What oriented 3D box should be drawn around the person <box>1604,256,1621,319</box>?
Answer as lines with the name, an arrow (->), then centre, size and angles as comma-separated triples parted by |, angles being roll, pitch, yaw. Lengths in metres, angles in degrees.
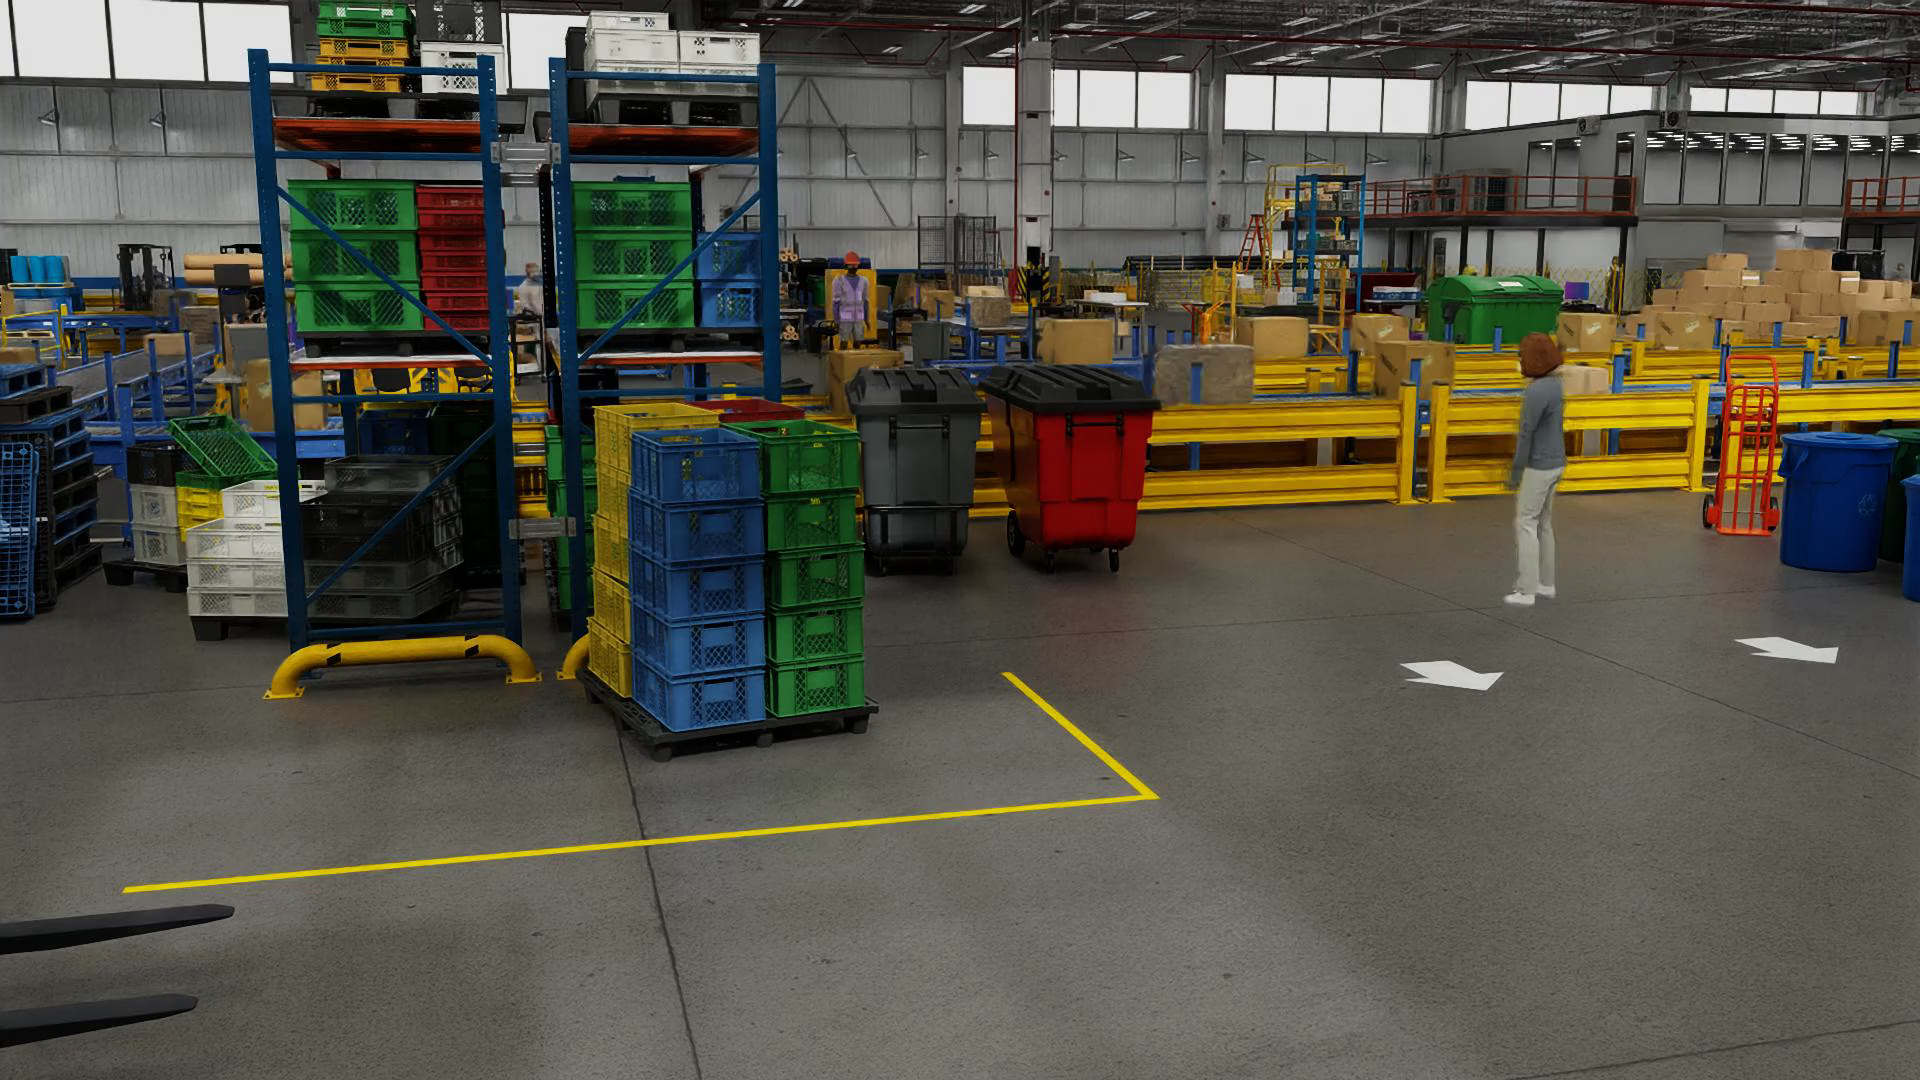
person -> 19.209, -7.420, 48.910 | 0.505, 1.842, 0.345 | -2, 10, -13

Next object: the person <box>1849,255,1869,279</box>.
person -> 24.392, -6.809, 45.237 | 0.591, 1.919, 0.392 | -3, 11, -17

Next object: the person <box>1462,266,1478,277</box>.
person -> 8.785, -3.793, 28.554 | 0.610, 1.790, 0.635 | 3, 10, 16

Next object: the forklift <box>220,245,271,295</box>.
forklift -> -17.749, -6.334, 41.440 | 1.157, 1.987, 2.680 | -3, 10, -17

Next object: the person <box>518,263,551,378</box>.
person -> -6.740, -3.507, 26.742 | 0.486, 1.869, 0.695 | 5, 11, 25

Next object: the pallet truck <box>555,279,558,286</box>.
pallet truck -> -10.604, -6.375, 44.520 | 0.653, 1.274, 1.630 | -3, 10, -15

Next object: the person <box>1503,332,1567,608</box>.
person -> 3.428, -0.418, 9.872 | 0.321, 1.623, 0.539 | 7, 12, 33

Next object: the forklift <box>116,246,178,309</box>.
forklift -> -19.966, -6.232, 40.894 | 1.157, 1.987, 2.680 | -3, 10, -15

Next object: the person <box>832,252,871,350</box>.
person -> -1.653, -3.406, 25.613 | 0.609, 2.043, 0.397 | -5, 11, -25
